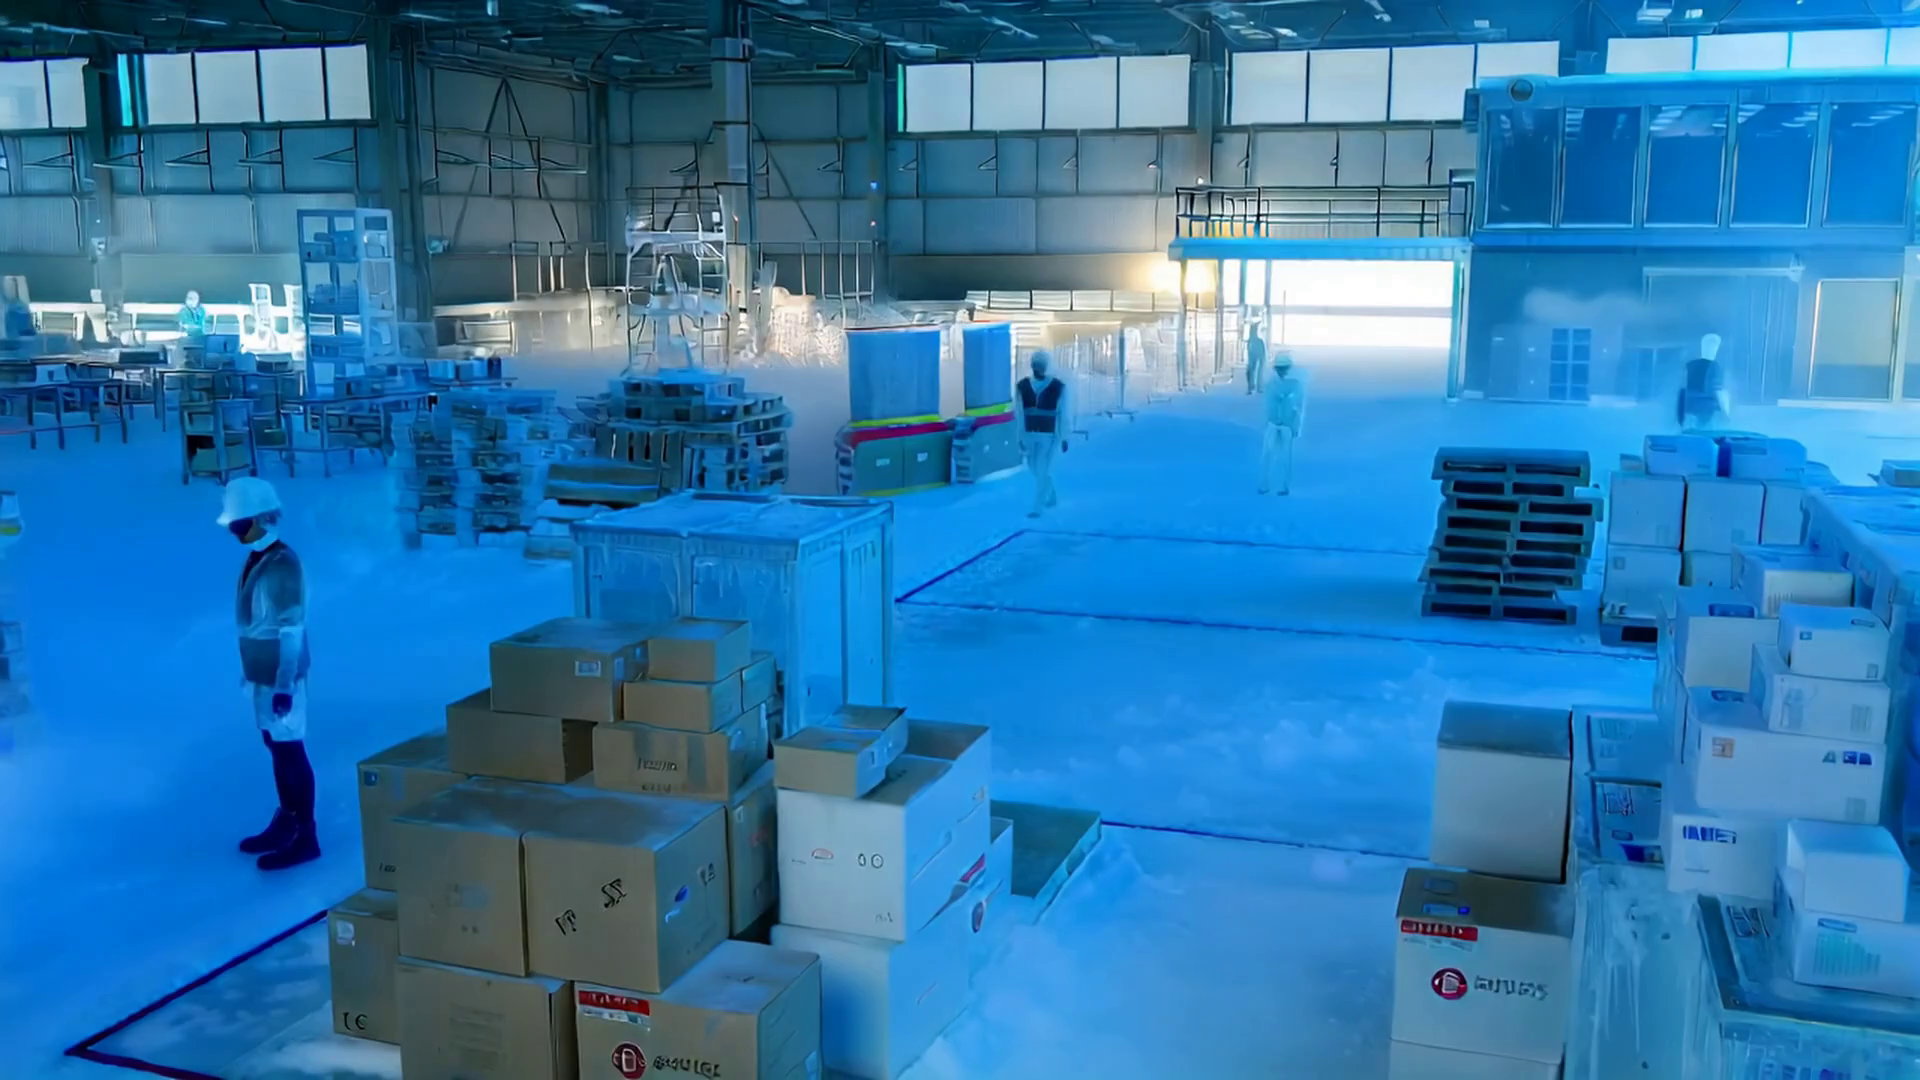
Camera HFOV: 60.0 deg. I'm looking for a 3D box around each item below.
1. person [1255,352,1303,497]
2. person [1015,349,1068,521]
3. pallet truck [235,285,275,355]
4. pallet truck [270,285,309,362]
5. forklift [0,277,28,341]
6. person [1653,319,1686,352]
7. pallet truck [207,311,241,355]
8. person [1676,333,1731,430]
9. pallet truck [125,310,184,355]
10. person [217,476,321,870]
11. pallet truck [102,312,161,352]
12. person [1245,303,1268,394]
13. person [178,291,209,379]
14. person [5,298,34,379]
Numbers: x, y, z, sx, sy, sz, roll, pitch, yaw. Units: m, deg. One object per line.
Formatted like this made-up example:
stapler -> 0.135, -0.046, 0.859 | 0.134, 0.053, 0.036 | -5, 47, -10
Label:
person -> 3.832, -1.376, 19.991 | 0.541, 1.741, 0.709 | 7, 12, 36
person -> 0.935, -1.197, 18.619 | 0.602, 1.897, 0.876 | 5, 11, 27
pallet truck -> -18.327, -5.835, 44.421 | 0.823, 1.965, 1.885 | 4, 11, 23
pallet truck -> -17.147, -5.700, 43.663 | 0.823, 1.965, 1.885 | 3, 11, 17
forklift -> -27.151, -6.329, 46.328 | 1.157, 1.987, 2.680 | 3, 11, 17
person -> 14.373, -3.891, 33.825 | 0.673, 1.876, 0.720 | -9, 13, -40
pallet truck -> -19.537, -5.575, 44.913 | 0.653, 1.274, 1.630 | 3, 11, 19
person -> 9.443, -1.630, 20.934 | 0.953, 1.919, 0.620 | -4, 11, -24
pallet truck -> -22.038, -5.665, 45.457 | 0.704, 1.261, 1.522 | 3, 11, 17
person -> -3.379, 0.642, 8.135 | 0.366, 1.931, 0.542 | -7, 12, -36
pallet truck -> -23.057, -5.777, 46.261 | 0.680, 1.201, 1.601 | 3, 11, 19
person -> 6.050, -3.889, 33.889 | 0.505, 1.847, 0.346 | 8, 13, 39
person -> -17.442, -4.665, 37.858 | 0.610, 1.993, 1.058 | -9, 14, -42
person -> -20.833, -4.418, 36.839 | 0.873, 1.880, 0.645 | 5, 11, 25
